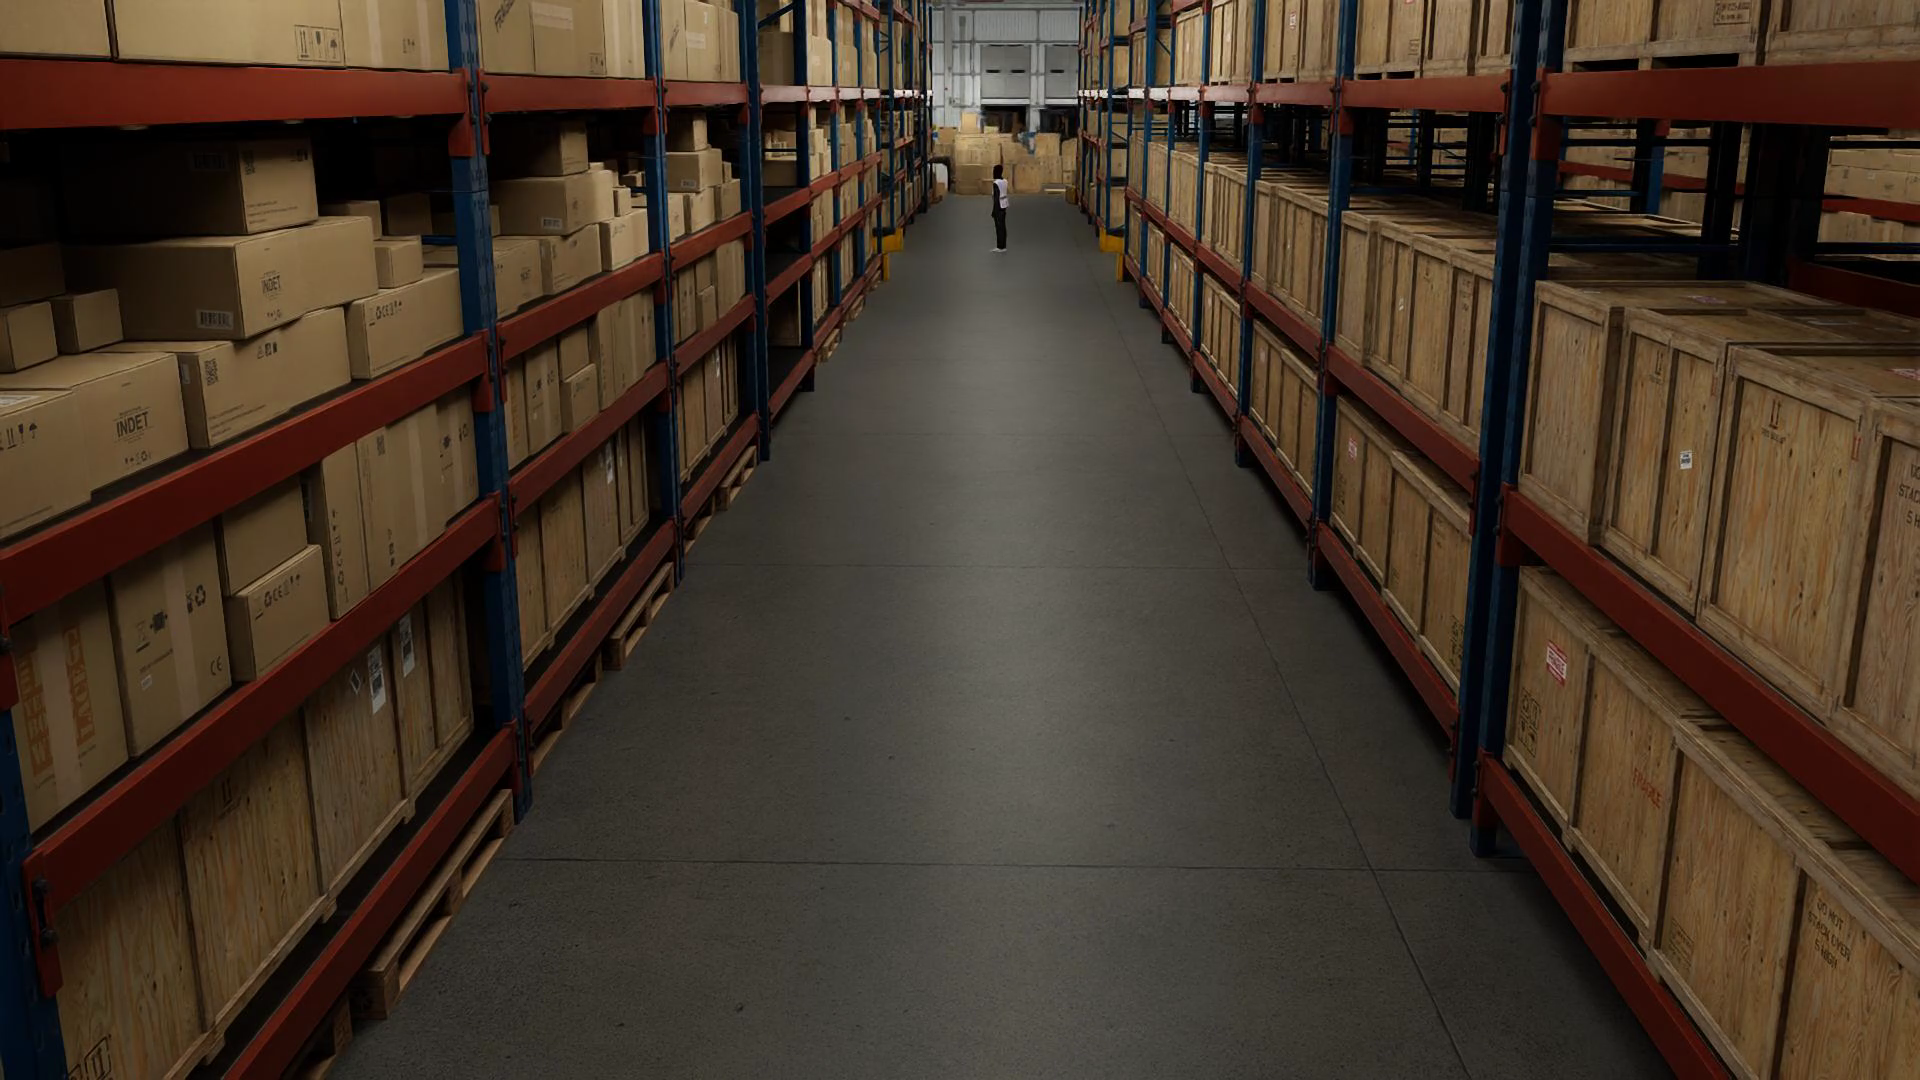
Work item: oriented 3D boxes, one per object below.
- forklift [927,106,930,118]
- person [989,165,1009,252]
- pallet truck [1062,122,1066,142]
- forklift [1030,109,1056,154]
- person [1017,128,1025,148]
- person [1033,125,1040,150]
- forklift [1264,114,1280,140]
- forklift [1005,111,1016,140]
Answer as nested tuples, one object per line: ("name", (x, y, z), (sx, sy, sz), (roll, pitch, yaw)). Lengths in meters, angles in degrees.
("forklift", (-1.981, -20.854, 85.384), (1.129, 2.768, 1.873), (0, 15, 2))
("person", (0.884, -7.412, 37.193), (0.392, 1.920, 0.588), (6, 16, 21))
("pallet truck", (5.788, -21.111, 88.014), (1.885, 1.965, 0.823), (5, 16, 18))
("forklift", (3.690, -16.762, 70.158), (1.873, 2.768, 1.129), (10, 18, 32))
("person", (3.381, -21.809, 91.327), (0.515, 1.616, 0.599), (12, 19, 37))
("person", (3.948, -19.710, 82.970), (0.837, 1.913, 0.633), (-9, 18, -30))
("forklift", (11.024, -13.973, 59.779), (1.129, 2.768, 1.873), (0, 15, 2))
("forklift", (1.842, -14.649, 62.295), (1.873, 2.768, 1.129), (0, 15, 1))
